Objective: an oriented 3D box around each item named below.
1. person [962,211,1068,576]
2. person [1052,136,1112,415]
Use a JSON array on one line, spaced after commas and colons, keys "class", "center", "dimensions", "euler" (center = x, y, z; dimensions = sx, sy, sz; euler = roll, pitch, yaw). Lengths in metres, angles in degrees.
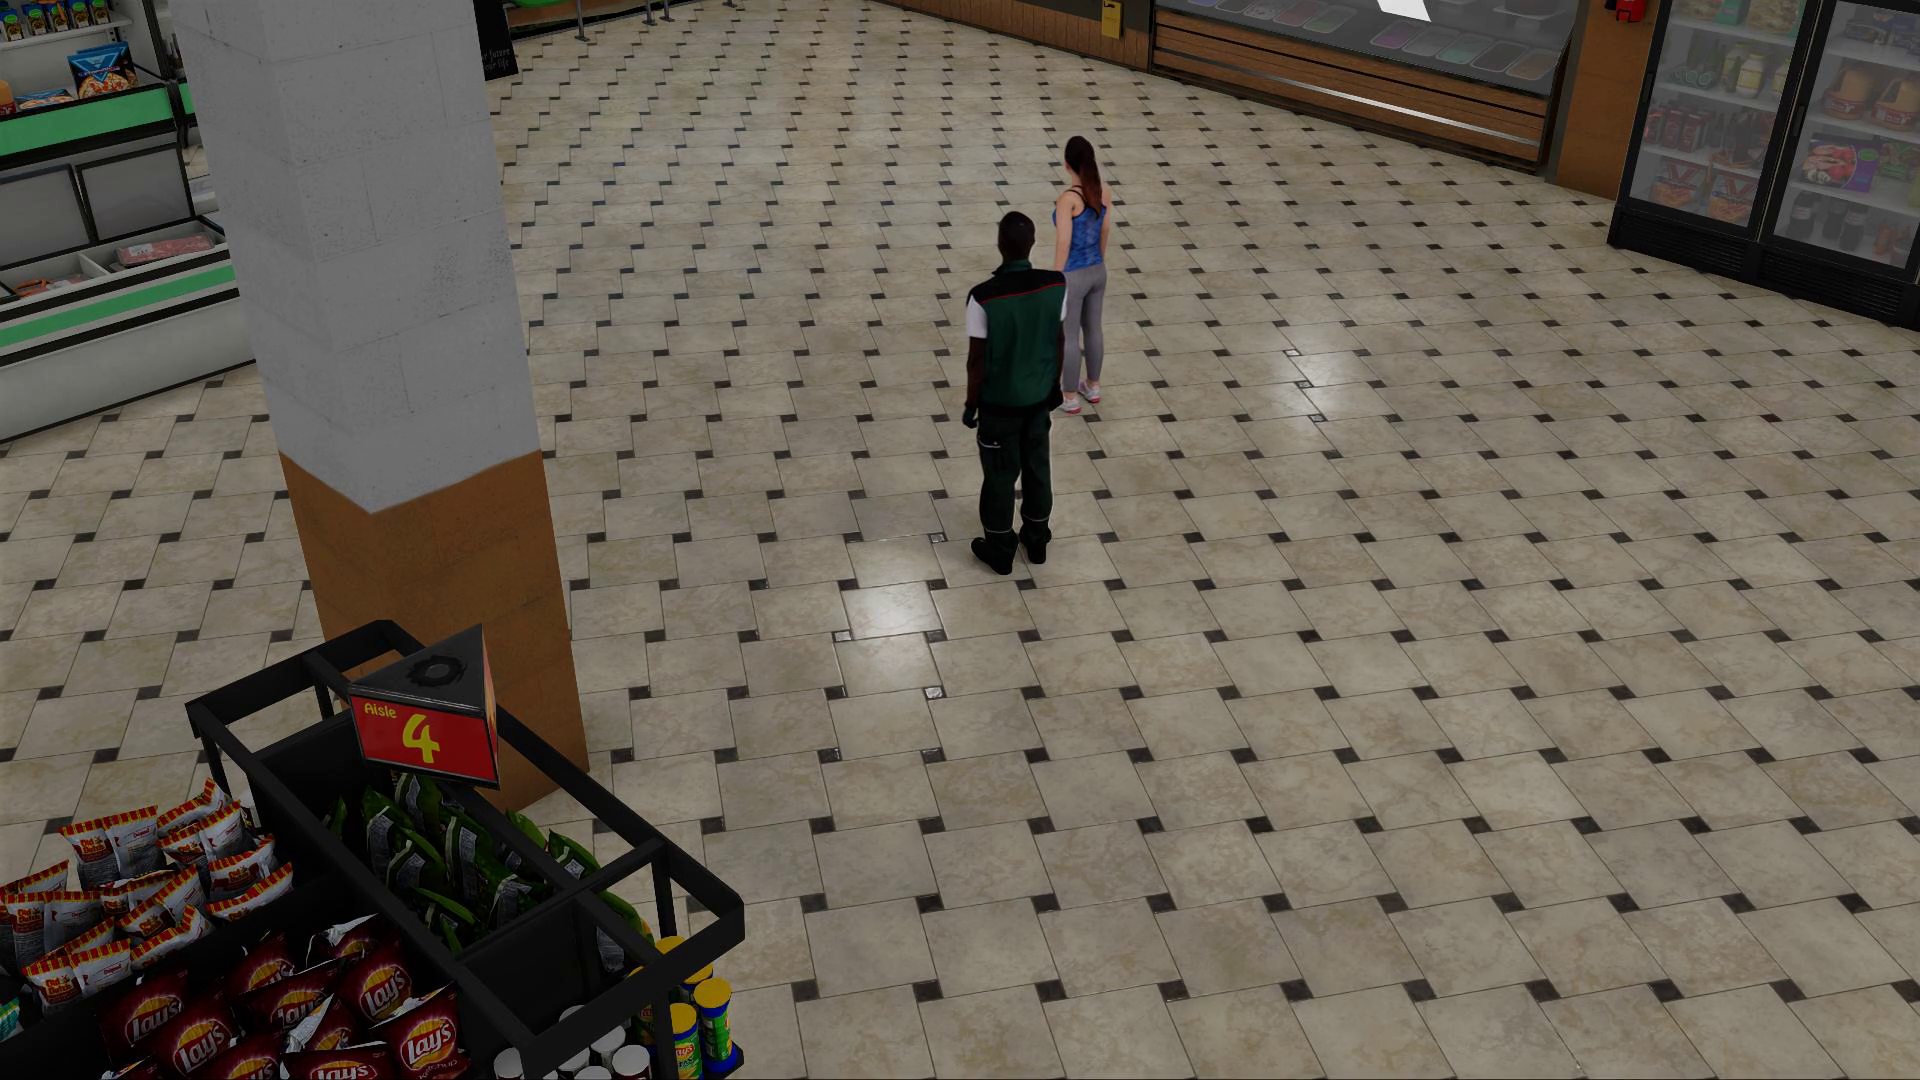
[{"class": "person", "center": [0.259, -0.684, 7.947], "dimensions": [0.652, 1.838, 0.819], "euler": [-15, 35, -22]}, {"class": "person", "center": [0.679, -1.510, 9.493], "dimensions": [0.473, 1.609, 0.631], "euler": [-25, 40, -34]}]
